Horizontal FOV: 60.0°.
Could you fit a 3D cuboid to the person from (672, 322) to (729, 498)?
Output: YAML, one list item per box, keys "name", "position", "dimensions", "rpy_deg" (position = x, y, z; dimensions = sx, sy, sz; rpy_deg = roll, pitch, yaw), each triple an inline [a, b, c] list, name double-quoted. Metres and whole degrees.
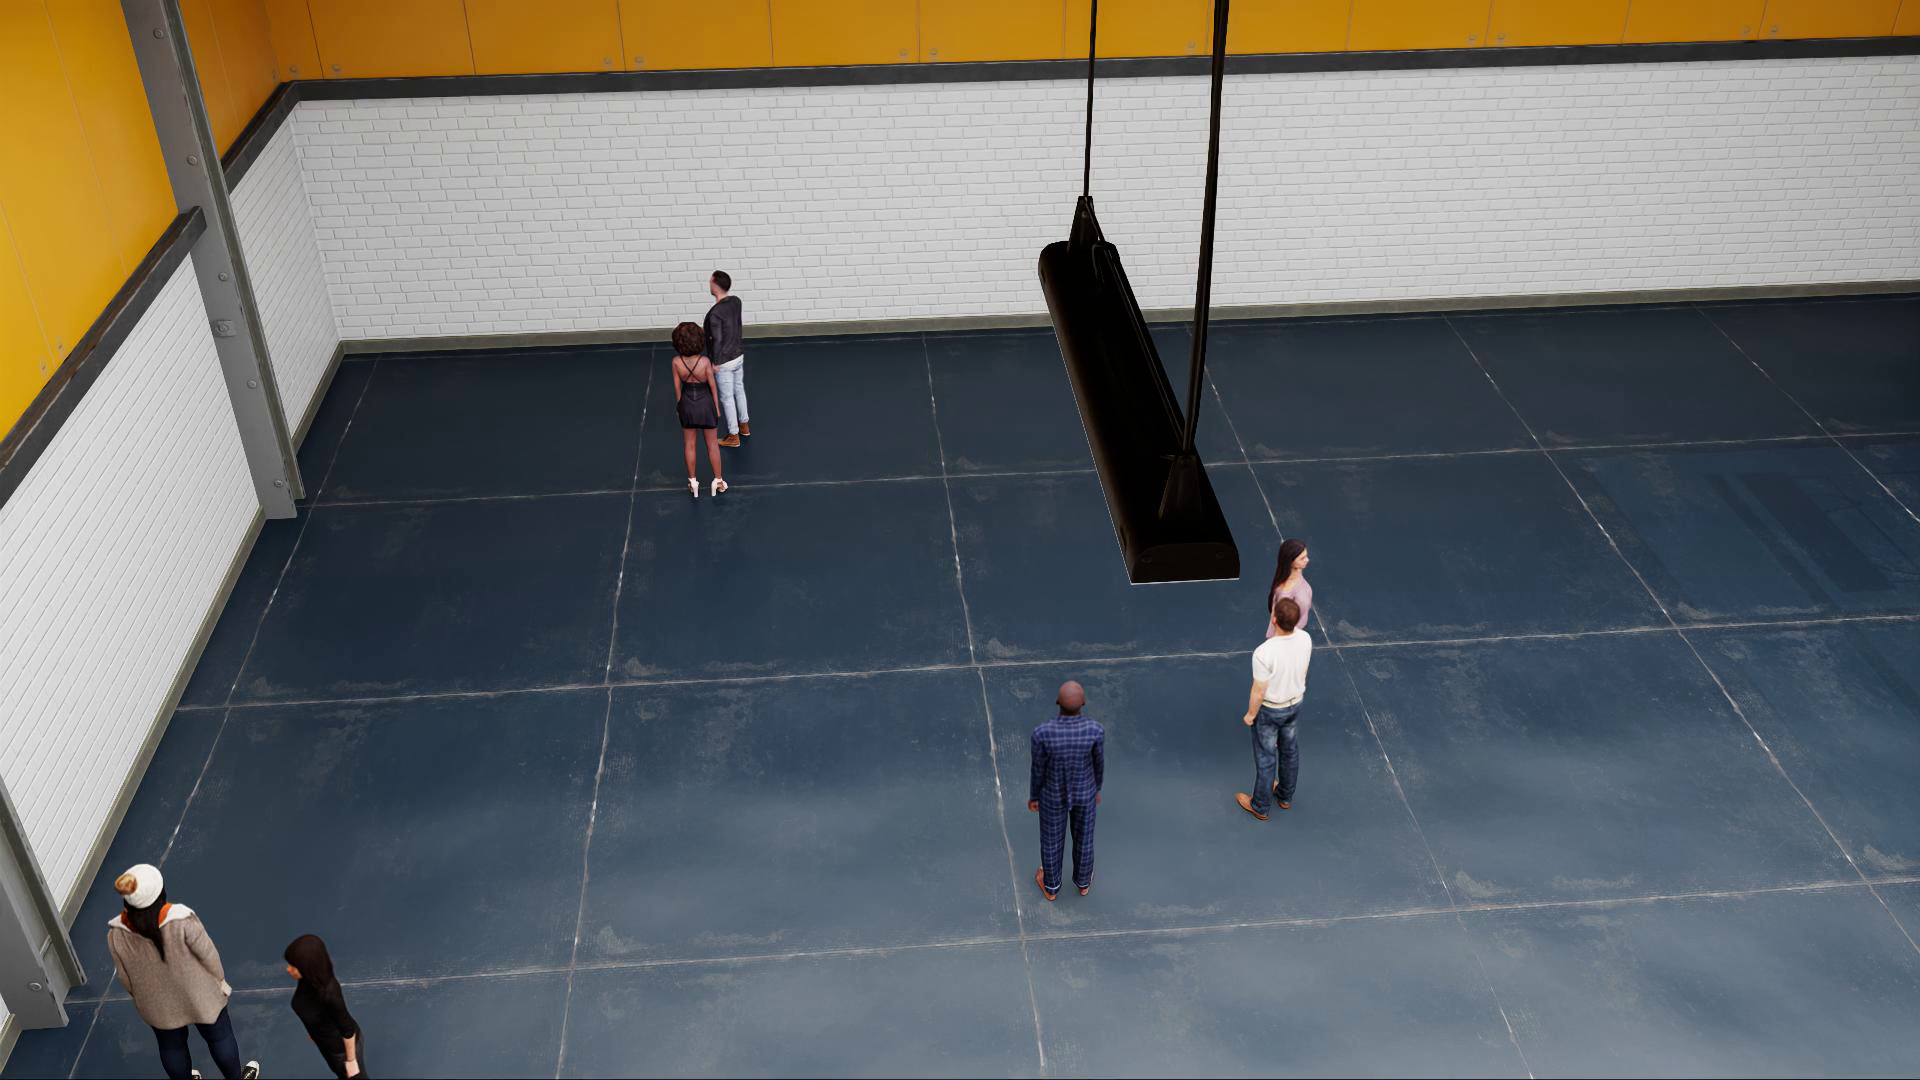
- name: "person"
  position: [-2.436, -1.201, 15.439]
  dimensions: [0.574, 1.790, 0.564]
  rpy_deg: [1, 34, 2]

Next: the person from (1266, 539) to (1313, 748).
- name: "person"
  position: [2.411, 0.759, 12.470]
  dimensions: [0.748, 1.812, 0.605]
  rpy_deg: [10, 35, 15]

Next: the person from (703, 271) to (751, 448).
- name: "person"
  position: [-2.265, -1.778, 16.266]
  dimensions: [0.796, 1.836, 0.669]
  rpy_deg: [14, 36, 20]

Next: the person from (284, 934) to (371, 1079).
- name: "person"
  position: [-3.551, 2.840, 9.494]
  dimensions: [0.643, 1.642, 0.706]
  rpy_deg: [25, 41, 33]

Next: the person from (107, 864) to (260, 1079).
- name: "person"
  position: [-4.554, 2.590, 9.644]
  dimensions: [0.718, 1.892, 0.681]
  rpy_deg: [-6, 34, -9]

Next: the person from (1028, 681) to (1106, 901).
- name: "person"
  position: [0.723, 1.668, 11.095]
  dimensions: [0.653, 1.819, 0.593]
  rpy_deg: [-4, 34, -6]

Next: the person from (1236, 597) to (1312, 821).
- name: "person"
  position: [2.255, 1.194, 11.776]
  dimensions: [0.739, 1.855, 0.723]
  rpy_deg: [-17, 37, -24]
